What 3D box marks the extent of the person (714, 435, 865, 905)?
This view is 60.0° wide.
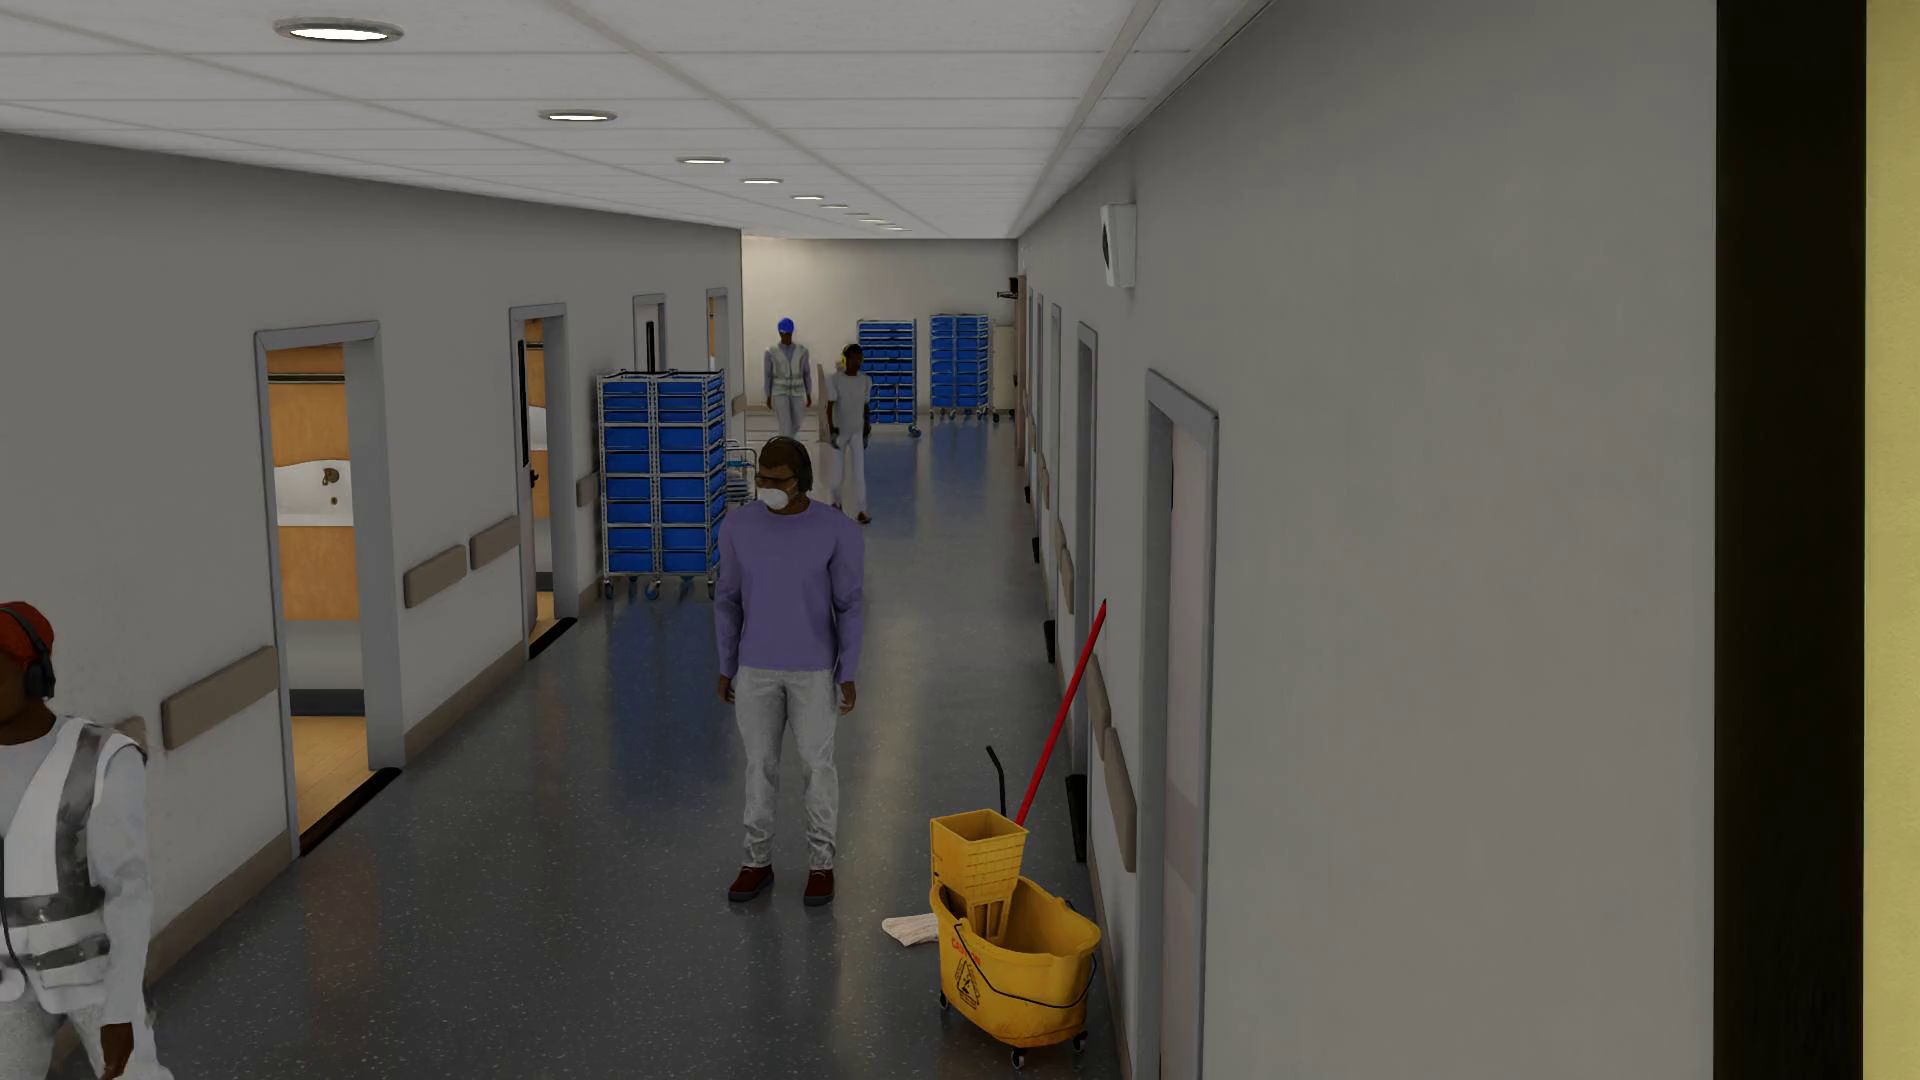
[{"bbox_3d":[-0.702,0.531,6.810,0.627,1.934,0.370,2,10,10],"label":"person"}]

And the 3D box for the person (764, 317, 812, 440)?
[{"bbox_3d":[-2.240,-1.919,21.510,0.614,1.923,0.782,-4,10,-21],"label":"person"}]

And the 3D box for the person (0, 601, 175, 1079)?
[{"bbox_3d":[-2.177,1.053,3.985,0.590,1.840,0.980,1,10,6],"label":"person"}]

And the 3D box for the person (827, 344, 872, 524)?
[{"bbox_3d":[-1.128,-1.082,16.862,0.517,1.809,1.019,-3,10,-18],"label":"person"}]
